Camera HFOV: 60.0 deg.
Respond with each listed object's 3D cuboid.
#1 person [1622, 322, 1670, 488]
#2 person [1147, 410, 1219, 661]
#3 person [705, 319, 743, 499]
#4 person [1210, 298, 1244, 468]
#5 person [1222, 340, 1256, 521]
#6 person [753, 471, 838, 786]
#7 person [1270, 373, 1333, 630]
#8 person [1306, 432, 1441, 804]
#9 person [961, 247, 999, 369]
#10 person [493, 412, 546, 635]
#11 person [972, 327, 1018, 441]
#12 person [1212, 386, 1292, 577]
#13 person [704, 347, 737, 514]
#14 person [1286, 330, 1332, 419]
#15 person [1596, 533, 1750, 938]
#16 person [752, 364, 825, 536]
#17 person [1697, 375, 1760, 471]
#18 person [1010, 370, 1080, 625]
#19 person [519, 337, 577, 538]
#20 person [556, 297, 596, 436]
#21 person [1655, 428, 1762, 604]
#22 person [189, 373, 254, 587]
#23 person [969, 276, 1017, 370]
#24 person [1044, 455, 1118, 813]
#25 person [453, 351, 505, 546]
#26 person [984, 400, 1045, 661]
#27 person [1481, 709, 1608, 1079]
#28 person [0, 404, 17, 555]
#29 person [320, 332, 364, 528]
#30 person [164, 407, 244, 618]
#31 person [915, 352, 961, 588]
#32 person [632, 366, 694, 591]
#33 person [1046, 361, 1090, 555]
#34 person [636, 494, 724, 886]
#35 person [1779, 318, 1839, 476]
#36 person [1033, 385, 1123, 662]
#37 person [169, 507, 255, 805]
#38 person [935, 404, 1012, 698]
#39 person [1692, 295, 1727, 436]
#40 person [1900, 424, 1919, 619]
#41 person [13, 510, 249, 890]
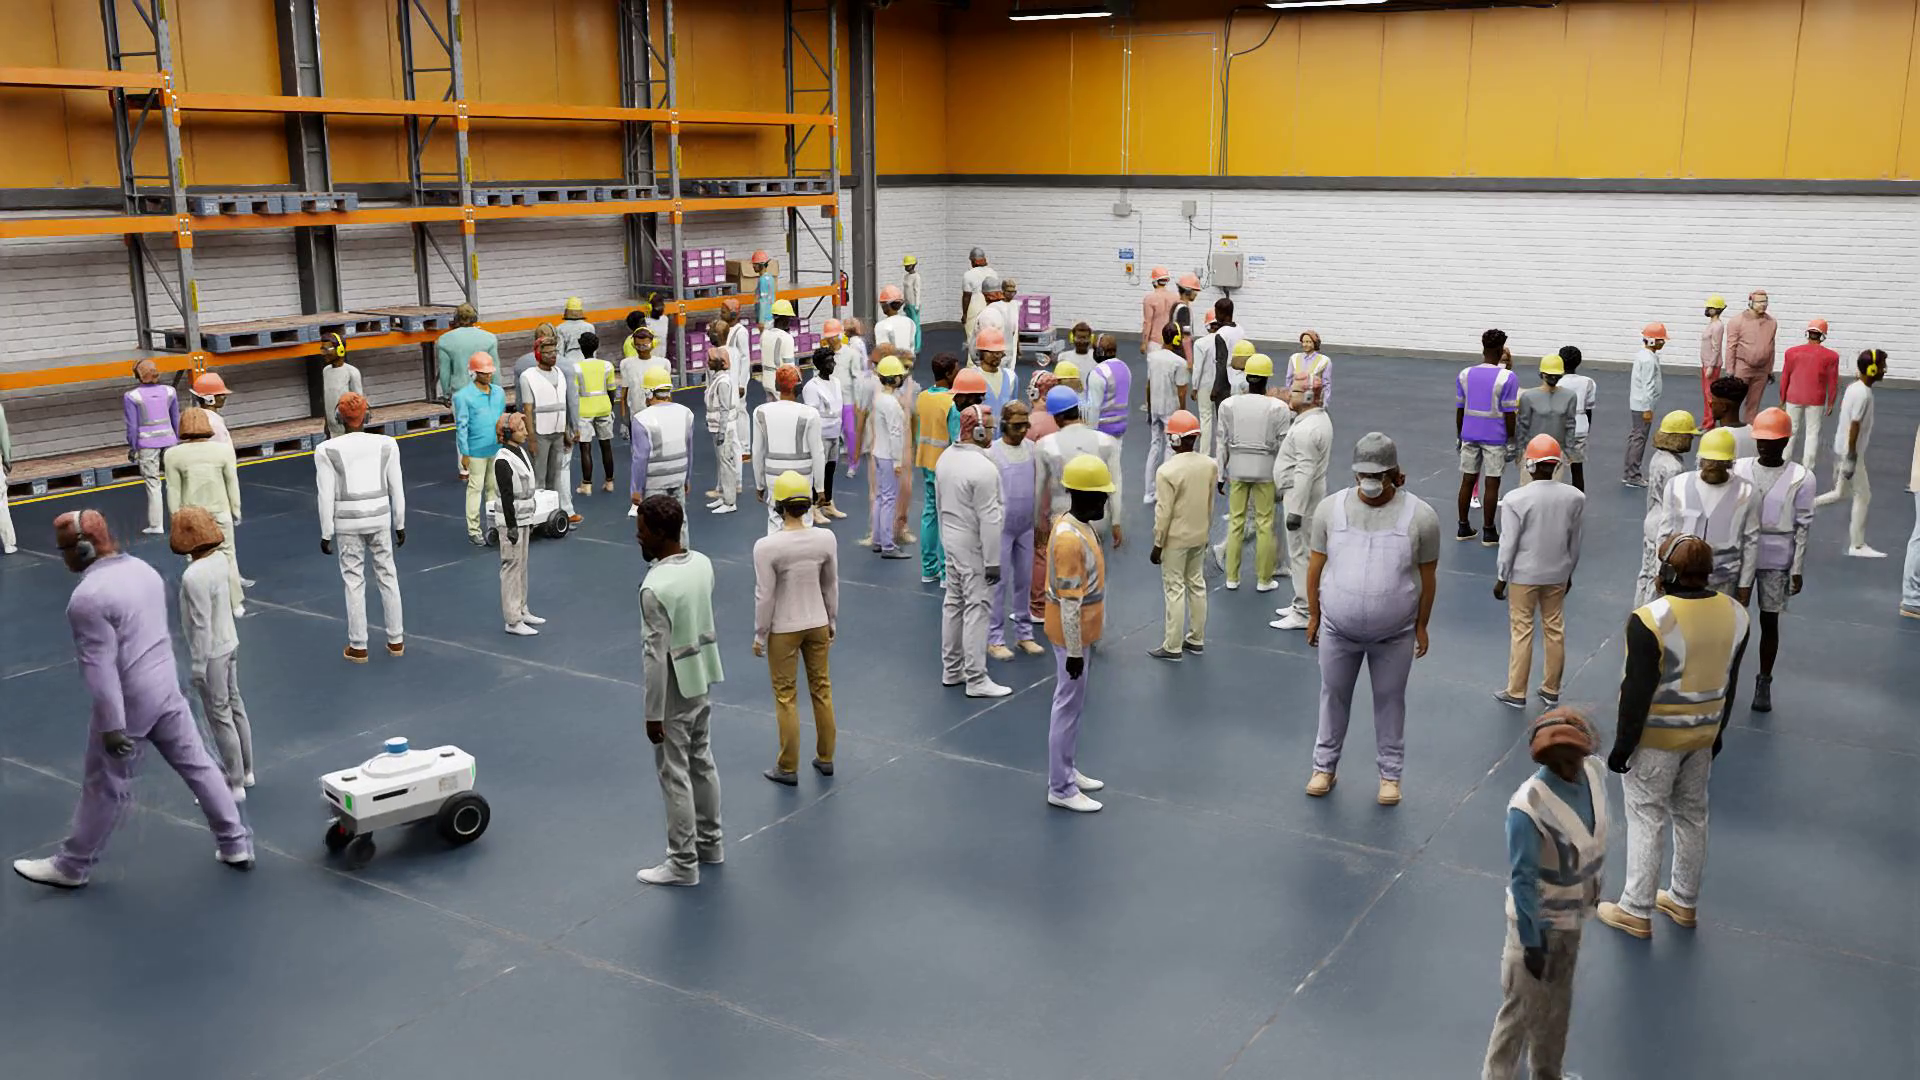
[{"bbox_3d":[7.305,-1.441,17.684,0.342,1.749,0.573,3,13,14],"label":"person"},{"bbox_3d":[1.537,-0.033,11.578,0.560,1.752,0.324,-11,17,-40],"label":"person"},{"bbox_3d":[-2.432,-1.338,17.036,0.332,1.844,0.516,6,14,23],"label":"person"},{"bbox_3d":[3.000,-1.766,18.743,0.392,1.915,0.590,7,15,28],"label":"person"},{"bbox_3d":[2.724,-1.053,16.029,0.325,1.740,0.493,11,17,38],"label":"person"},{"bbox_3d":[-0.923,0.488,9.290,0.533,1.767,0.322,-9,16,-35],"label":"person"},{"bbox_3d":[2.525,-0.291,12.353,0.409,1.913,0.651,5,14,19],"label":"person"},{"bbox_3d":[2.197,0.424,8.967,0.689,2.000,0.538,5,14,20],"label":"person"},{"bbox_3d":[0.261,-3.729,26.982,0.684,2.000,0.538,-10,17,-38],"label":"person"},{"bbox_3d":[-3.264,-0.125,12.228,0.308,1.641,0.514,-1,13,-2],"label":"person"},{"bbox_3d":[0.260,-0.808,14.304,0.605,2.045,0.377,-8,15,-31],"label":"person"},{"bbox_3d":[2.482,-0.470,13.762,0.681,1.615,0.515,2,13,9],"label":"person"},{"bbox_3d":[-2.351,-1.083,16.382,0.307,1.641,0.514,-4,13,-15],"label":"person"},{"bbox_3d":[3.746,-1.445,17.951,0.512,1.641,0.309,9,16,33],"label":"person"},{"bbox_3d":[3.171,0.872,7.461,0.636,1.842,0.429,-5,14,-21],"label":"person"},{"bbox_3d":[-1.330,-0.434,13.031,0.584,1.882,0.339,4,14,16],"label":"person"},{"bbox_3d":[5.379,-0.186,11.780,0.606,1.965,0.367,-10,17,-38],"label":"person"},{"bbox_3d":[0.610,-0.321,12.493,0.408,1.906,0.654,11,17,40],"label":"person"},{"bbox_3d":[-3.833,-0.964,15.410,0.391,1.848,0.563,6,14,26],"label":"person"},{"bbox_3d":[-4.809,-2.168,20.860,0.488,1.743,0.317,-4,14,-19],"label":"person"},{"bbox_3d":[4.679,0.192,10.460,0.590,1.824,0.404,7,15,28],"label":"person"},{"bbox_3d":[-6.036,-0.484,13.533,0.327,1.752,0.562,-10,17,-38],"label":"person"},{"bbox_3d":[0.373,-2.226,20.460,0.535,2.000,0.684,8,15,31],"label":"person"},{"bbox_3d":[0.645,0.489,8.936,0.380,1.924,0.593,2,13,7],"label":"person"},{"bbox_3d":[-4.286,-0.834,15.054,0.342,1.748,0.572,8,15,31],"label":"person"},{"bbox_3d":[0.359,-0.068,11.563,0.515,1.835,0.359,-9,16,-34],"label":"person"},{"bbox_3d":[2.130,1.338,5.950,0.617,1.610,0.326,-11,17,-40],"label":"person"},{"bbox_3d":[-8.562,-0.652,14.512,0.521,1.639,0.311,-10,16,-36],"label":"person"},{"bbox_3d":[-5.778,-1.009,15.560,0.536,1.869,0.312,8,15,31],"label":"person"},{"bbox_3d":[-5.701,-0.193,12.562,0.503,1.628,0.276,-5,14,-22],"label":"person"},{"bbox_3d":[-0.146,-0.568,13.540,0.393,1.920,0.591,-9,16,-35],"label":"person"},{"bbox_3d":[-2.400,-0.482,13.354,0.404,1.833,0.592,10,16,37],"label":"person"},{"bbox_3d":[0.925,-0.685,14.430,0.312,1.744,0.487,-9,16,-33],"label":"person"},{"bbox_3d":[-1.344,0.720,7.980,0.385,1.910,0.592,4,14,16],"label":"person"},{"bbox_3d":[9.286,-1.555,18.215,0.573,1.738,0.352,9,16,33],"label":"person"},{"bbox_3d":[0.798,-0.122,11.634,0.628,1.894,0.778,-4,14,-16],"label":"person"},{"bbox_3d":[-4.053,0.622,9.001,0.266,1.631,0.507,-2,13,-8],"label":"person"},{"bbox_3d":[0.098,0.067,10.812,0.399,1.907,0.644,-7,15,-28],"label":"person"},{"bbox_3d":[9.422,-2.193,20.912,0.305,1.772,0.525,4,13,15],"label":"person"},{"bbox_3d":[7.424,-0.397,12.625,0.379,1.996,0.609,8,15,32],"label":"person"},{"bbox_3d":[-3.994,0.761,7.957,1.027,1.837,0.728,1,13,3],"label":"person"}]
